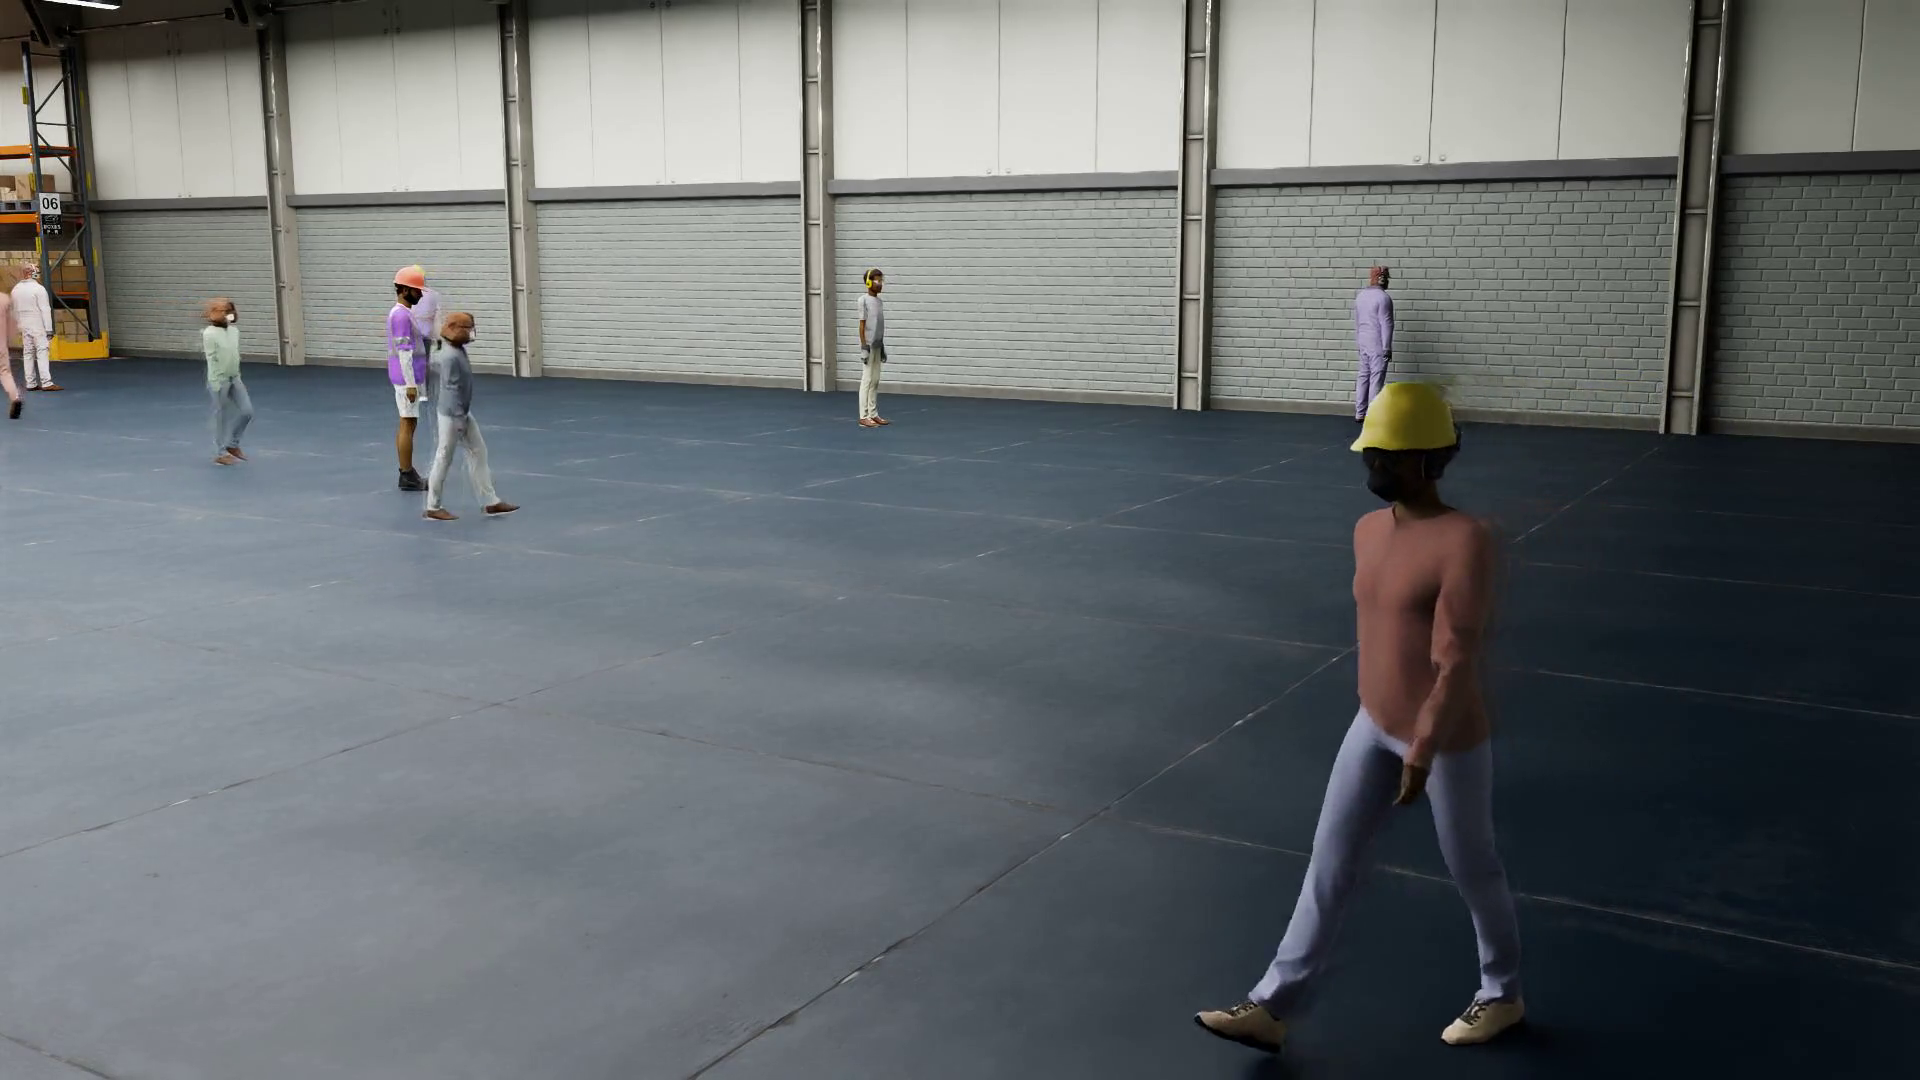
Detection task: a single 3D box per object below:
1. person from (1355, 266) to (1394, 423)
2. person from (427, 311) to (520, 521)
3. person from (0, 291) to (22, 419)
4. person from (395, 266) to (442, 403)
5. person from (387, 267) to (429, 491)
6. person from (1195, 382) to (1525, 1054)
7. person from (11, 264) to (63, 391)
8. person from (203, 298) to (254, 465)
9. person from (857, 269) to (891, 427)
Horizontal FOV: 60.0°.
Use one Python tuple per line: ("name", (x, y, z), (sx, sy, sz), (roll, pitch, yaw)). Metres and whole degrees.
("person", (5.022, -2.341, 20.038), (0.403, 1.906, 0.651), (-3, 10, -19))
("person", (-3.749, -0.937, 12.703), (0.772, 1.601, 0.525), (0, 10, -3))
("person", (-12.080, -2.439, 20.715), (0.868, 1.875, 0.645), (8, 12, 39))
("person", (-7.598, -2.874, 23.233), (0.608, 1.880, 0.962), (-7, 12, -34))
("person", (-4.754, -1.390, 14.411), (0.371, 1.928, 0.543), (-4, 10, -20))
("person", (1.075, 0.474, 4.119), (0.937, 1.715, 0.532), (-5, 11, -25))
("person", (-13.856, -3.181, 24.958), (0.640, 1.909, 0.409), (3, 10, 19))
("person", (-7.088, -1.520, 16.072), (0.376, 1.623, 0.500), (3, 10, 17))
("person", (-1.029, -2.286, 19.811), (0.329, 1.876, 0.508), (4, 11, 24))
